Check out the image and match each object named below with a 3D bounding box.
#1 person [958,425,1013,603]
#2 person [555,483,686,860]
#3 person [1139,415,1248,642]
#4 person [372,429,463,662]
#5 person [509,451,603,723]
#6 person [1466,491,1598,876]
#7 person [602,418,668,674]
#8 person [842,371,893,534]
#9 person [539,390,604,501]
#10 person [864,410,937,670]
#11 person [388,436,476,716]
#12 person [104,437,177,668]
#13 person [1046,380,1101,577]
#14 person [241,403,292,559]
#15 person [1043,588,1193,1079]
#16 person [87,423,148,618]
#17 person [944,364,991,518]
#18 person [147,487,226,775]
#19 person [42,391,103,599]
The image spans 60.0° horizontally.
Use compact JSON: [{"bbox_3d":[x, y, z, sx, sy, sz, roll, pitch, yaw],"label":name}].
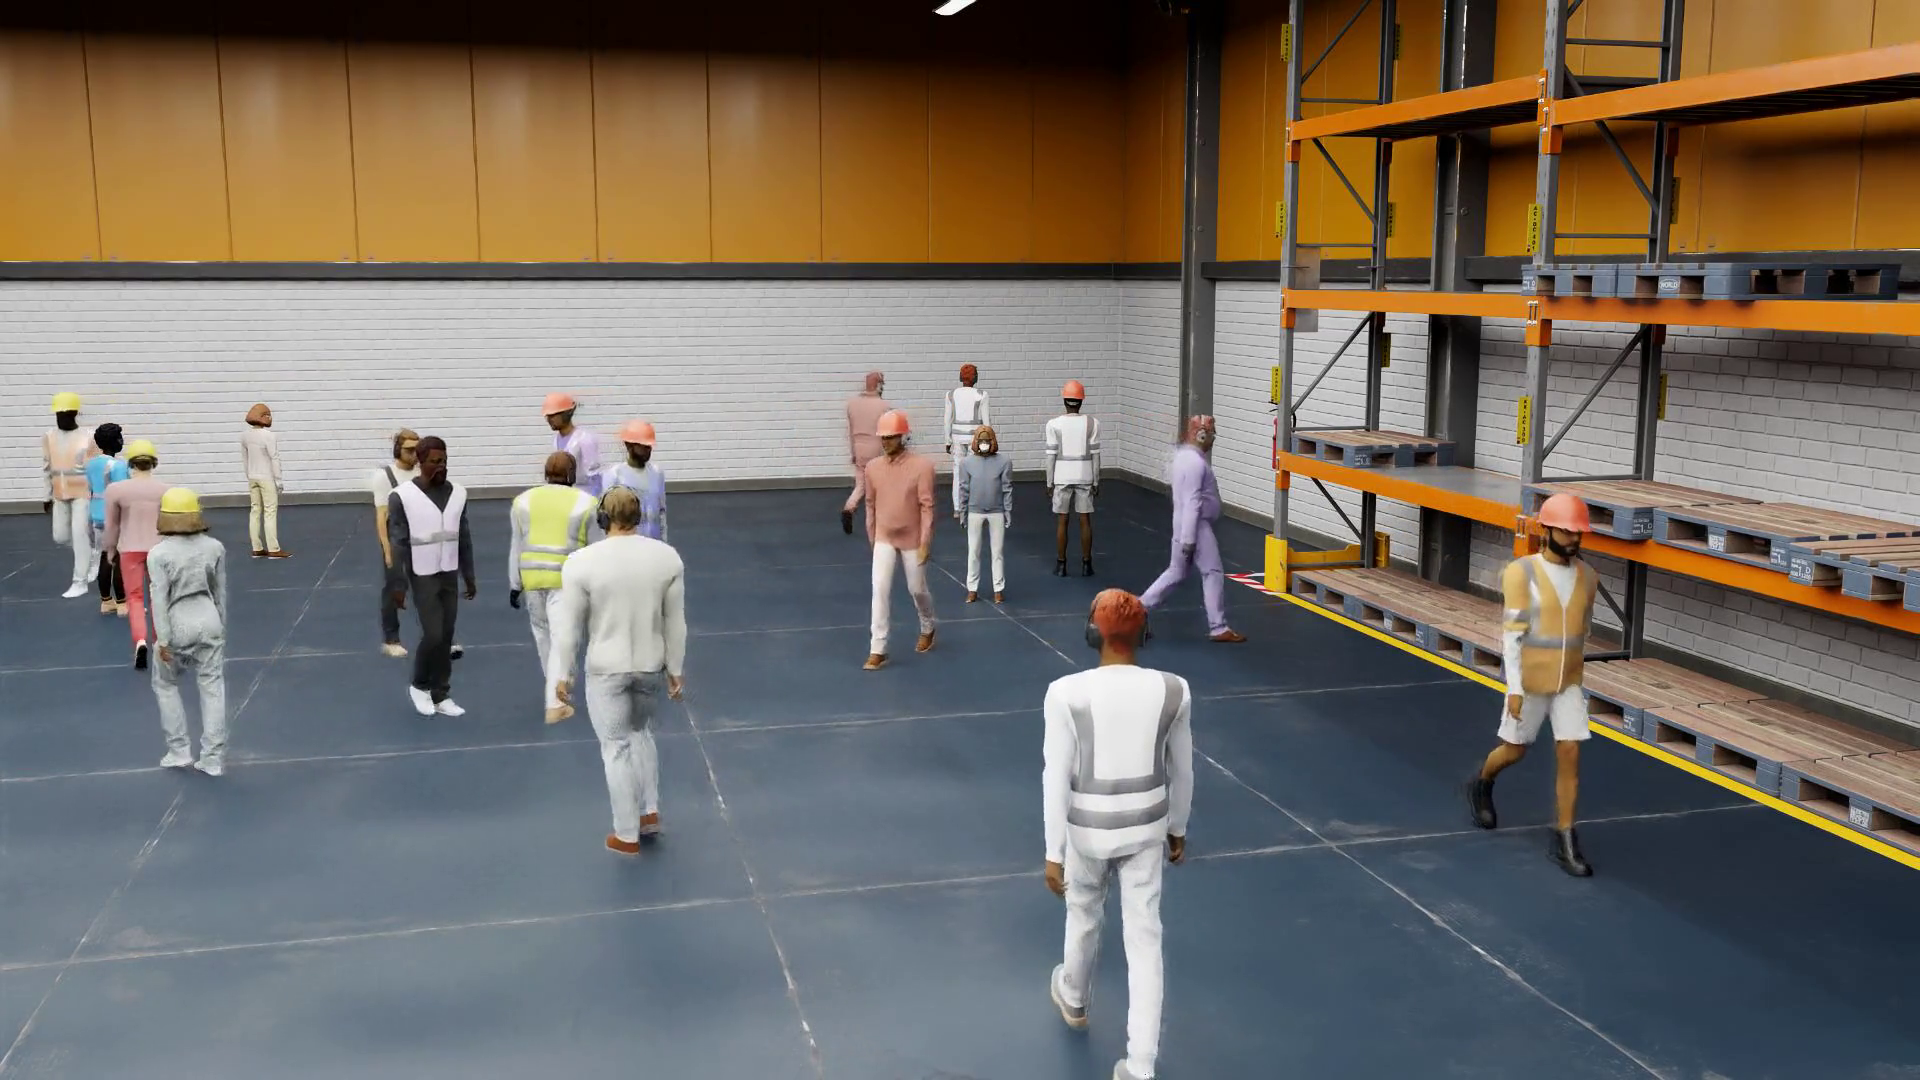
[{"bbox_3d":[0.232,-0.232,15.070,0.493,1.624,0.280,0,9,1],"label":"person"},{"bbox_3d":[-1.744,0.668,8.544,0.640,1.921,0.542,-7,12,-38],"label":"person"},{"bbox_3d":[1.824,-0.088,13.446,0.930,1.869,0.649,0,9,-3],"label":"person"},{"bbox_3d":[-4.187,0.060,12.696,0.516,1.793,0.960,-9,13,-44],"label":"person"},{"bbox_3d":[-2.733,0.293,11.350,0.635,1.779,0.944,1,9,6],"label":"person"},{"bbox_3d":[2.963,0.681,8.506,0.545,1.915,0.892,-2,9,-11],"label":"person"},{"bbox_3d":[-2.471,0.025,12.568,0.761,1.915,0.552,8,12,41],"label":"person"},{"bbox_3d":[-1.024,-0.968,18.850,0.653,1.884,0.712,6,11,31],"label":"person"},{"bbox_3d":[-3.281,-0.315,14.437,0.630,1.996,0.701,9,12,43],"label":"person"},{"bbox_3d":[-0.442,-0.031,12.795,0.611,1.959,0.948,3,10,19],"label":"person"},{"bbox_3d":[-3.523,0.248,11.174,0.454,1.907,0.616,6,11,32],"label":"person"},{"bbox_3d":[-6.242,0.084,12.751,0.531,1.735,0.828,-5,10,-27],"label":"person"},{"bbox_3d":[1.109,-0.598,16.372,0.543,1.939,0.360,0,9,-1],"label":"person"},{"bbox_3d":[-7.294,-0.615,17.426,0.499,1.633,0.289,4,10,26],"label":"person"},{"bbox_3d":[0.582,1.080,6.236,0.602,1.828,1.000,-2,9,-10],"label":"person"},{"bbox_3d":[-7.355,-0.173,14.470,0.542,1.695,0.316,7,11,35],"label":"person"},{"bbox_3d":[0.102,-1.203,20.318,0.586,1.882,0.340,3,10,17],"label":"person"},{"bbox_3d":[-4.630,0.535,9.948,0.600,1.718,0.498,7,12,38],"label":"person"},{"bbox_3d":[-8.202,-0.440,15.457,0.600,1.914,0.615,2,9,11],"label":"person"}]
